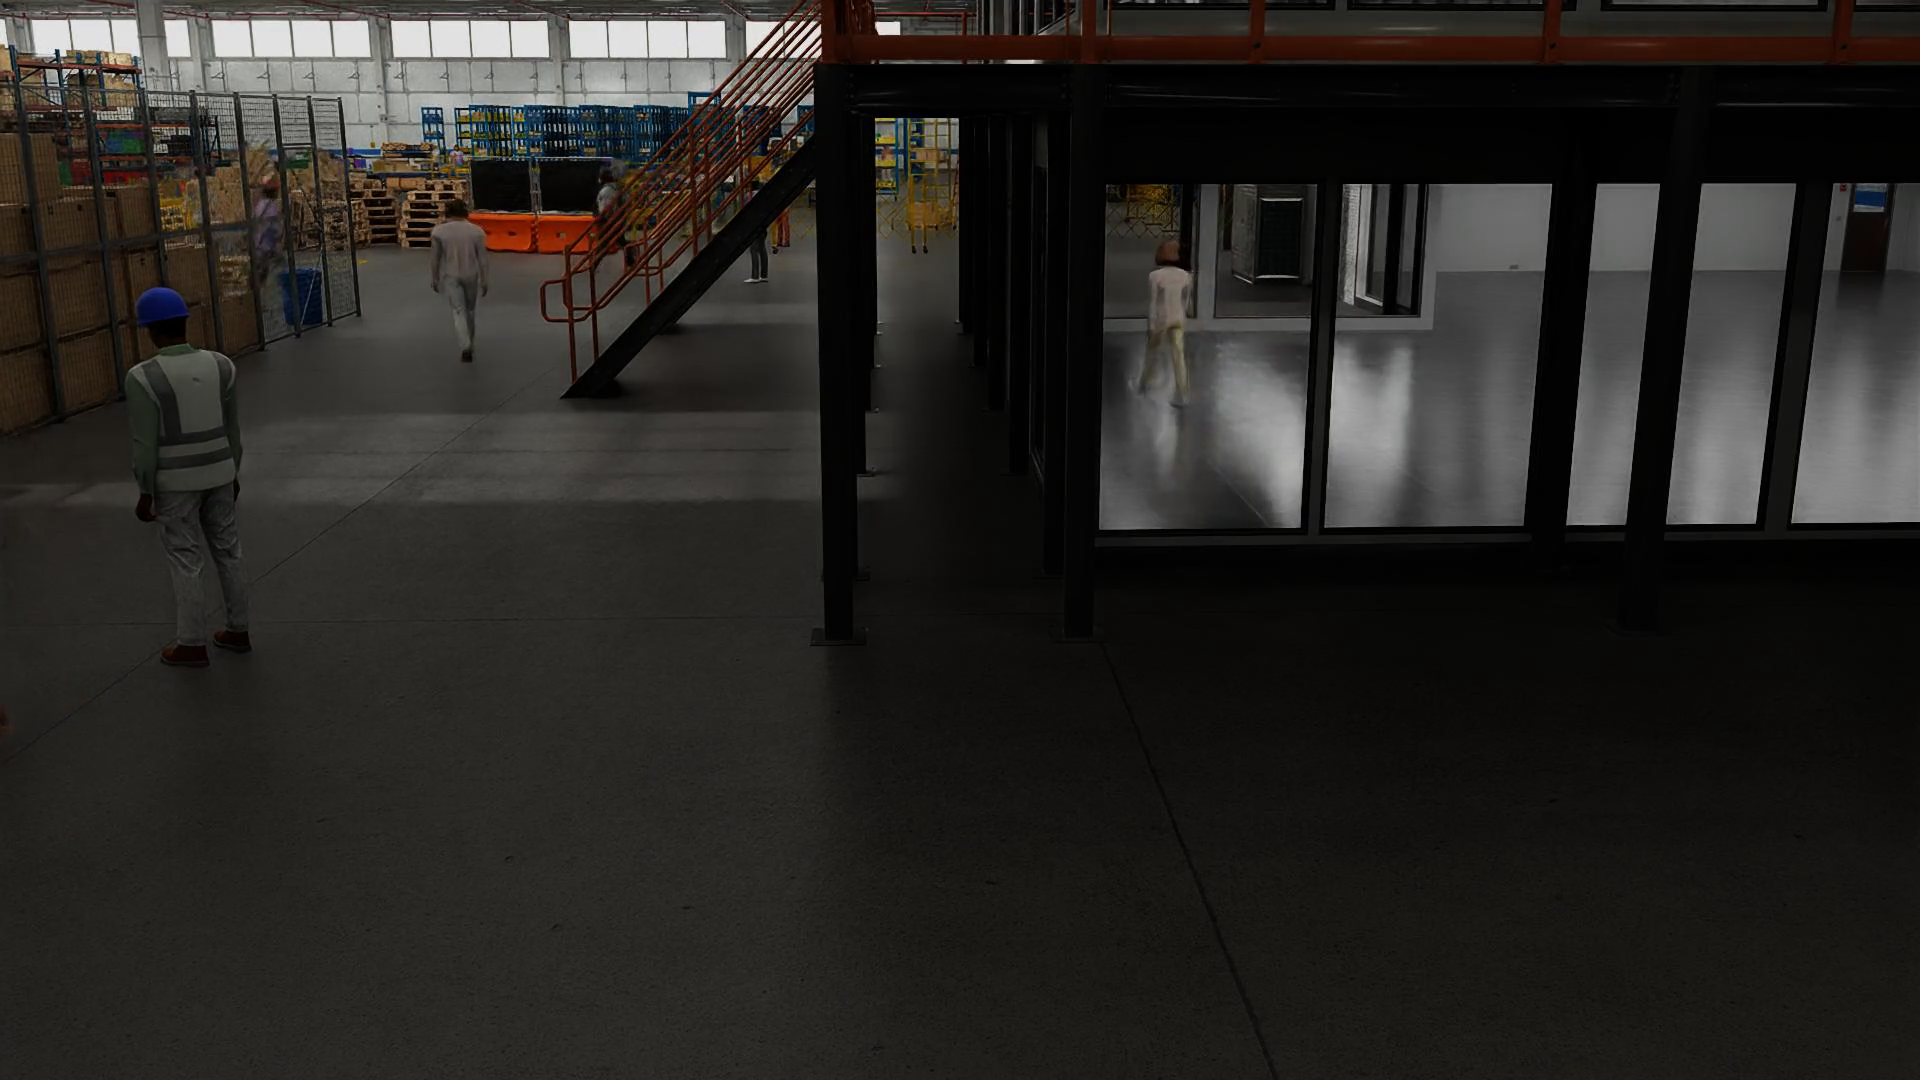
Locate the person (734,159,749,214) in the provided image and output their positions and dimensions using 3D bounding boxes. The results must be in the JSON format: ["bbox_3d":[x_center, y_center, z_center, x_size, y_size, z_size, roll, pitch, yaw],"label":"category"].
[{"bbox_3d":[-6.416,-10.350,48.748,0.513,1.872,0.331,5,15,19],"label":"person"}]

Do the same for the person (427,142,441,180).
[{"bbox_3d":[-24.985,-17.927,79.008,0.655,1.889,0.755,-10,17,-36],"label":"person"}]

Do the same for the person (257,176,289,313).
[{"bbox_3d":[-10.084,-4.365,24.590,1.071,1.981,0.649,-12,18,-40],"label":"person"}]

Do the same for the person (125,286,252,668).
[{"bbox_3d":[-3.934,-0.315,8.490,0.390,1.945,0.603,8,16,28],"label":"person"}]

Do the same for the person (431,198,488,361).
[{"bbox_3d":[-5.883,-3.073,19.643,0.631,1.896,1.018,-6,15,-24],"label":"person"}]

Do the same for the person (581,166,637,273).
[{"bbox_3d":[-6.555,-6.010,31.058,1.036,2.000,0.688,2,14,10],"label":"person"}]

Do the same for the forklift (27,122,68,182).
[{"bbox_3d":[-35.376,-14.773,64.377,1.129,2.768,1.873,-1,14,-2],"label":"forklift"}]

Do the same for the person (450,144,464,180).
[{"bbox_3d":[-22.552,-16.819,74.669,0.565,1.836,0.398,-6,15,-22],"label":"person"}]

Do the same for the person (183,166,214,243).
[{"bbox_3d":[-16.546,-7.179,36.113,0.618,1.852,1.029,-11,18,-37],"label":"person"}]

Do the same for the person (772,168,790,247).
[{"bbox_3d":[-4.059,-7.526,37.666,0.527,1.772,0.306,13,19,43],"label":"person"}]

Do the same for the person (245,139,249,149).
[{"bbox_3d":[-39.283,-21.171,91.912,0.798,1.905,0.562,1,14,4],"label":"person"}]

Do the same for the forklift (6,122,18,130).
[{"bbox_3d":[-37.637,-15.397,66.874,1.129,2.768,1.873,-1,14,-2],"label":"forklift"}]

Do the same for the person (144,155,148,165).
[{"bbox_3d":[-35.121,-16.225,72.219,0.629,1.874,1.075,-2,14,-9],"label":"person"}]

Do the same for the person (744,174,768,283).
[{"bbox_3d":[-3.586,-5.472,29.134,0.366,1.926,0.594,9,17,32],"label":"person"}]

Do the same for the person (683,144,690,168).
[{"bbox_3d":[-12.903,-17.931,79.172,0.417,1.823,0.621,8,16,29],"label":"person"}]

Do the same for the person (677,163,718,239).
[{"bbox_3d":[-6.337,-8.204,40.267,0.999,1.838,0.591,0,14,0],"label":"person"}]

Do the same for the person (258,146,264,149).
[{"bbox_3d":[-31.163,-16.747,74.496,0.918,1.792,0.593,-1,14,-3],"label":"person"}]

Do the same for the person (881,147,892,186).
[{"bbox_3d":[-3.330,-16.915,74.813,0.524,1.971,0.673,-11,18,-36],"label":"person"}]

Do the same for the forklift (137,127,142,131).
[{"bbox_3d":[-38.968,-18.693,80.044,1.129,2.768,1.873,-1,14,-2],"label":"forklift"}]
